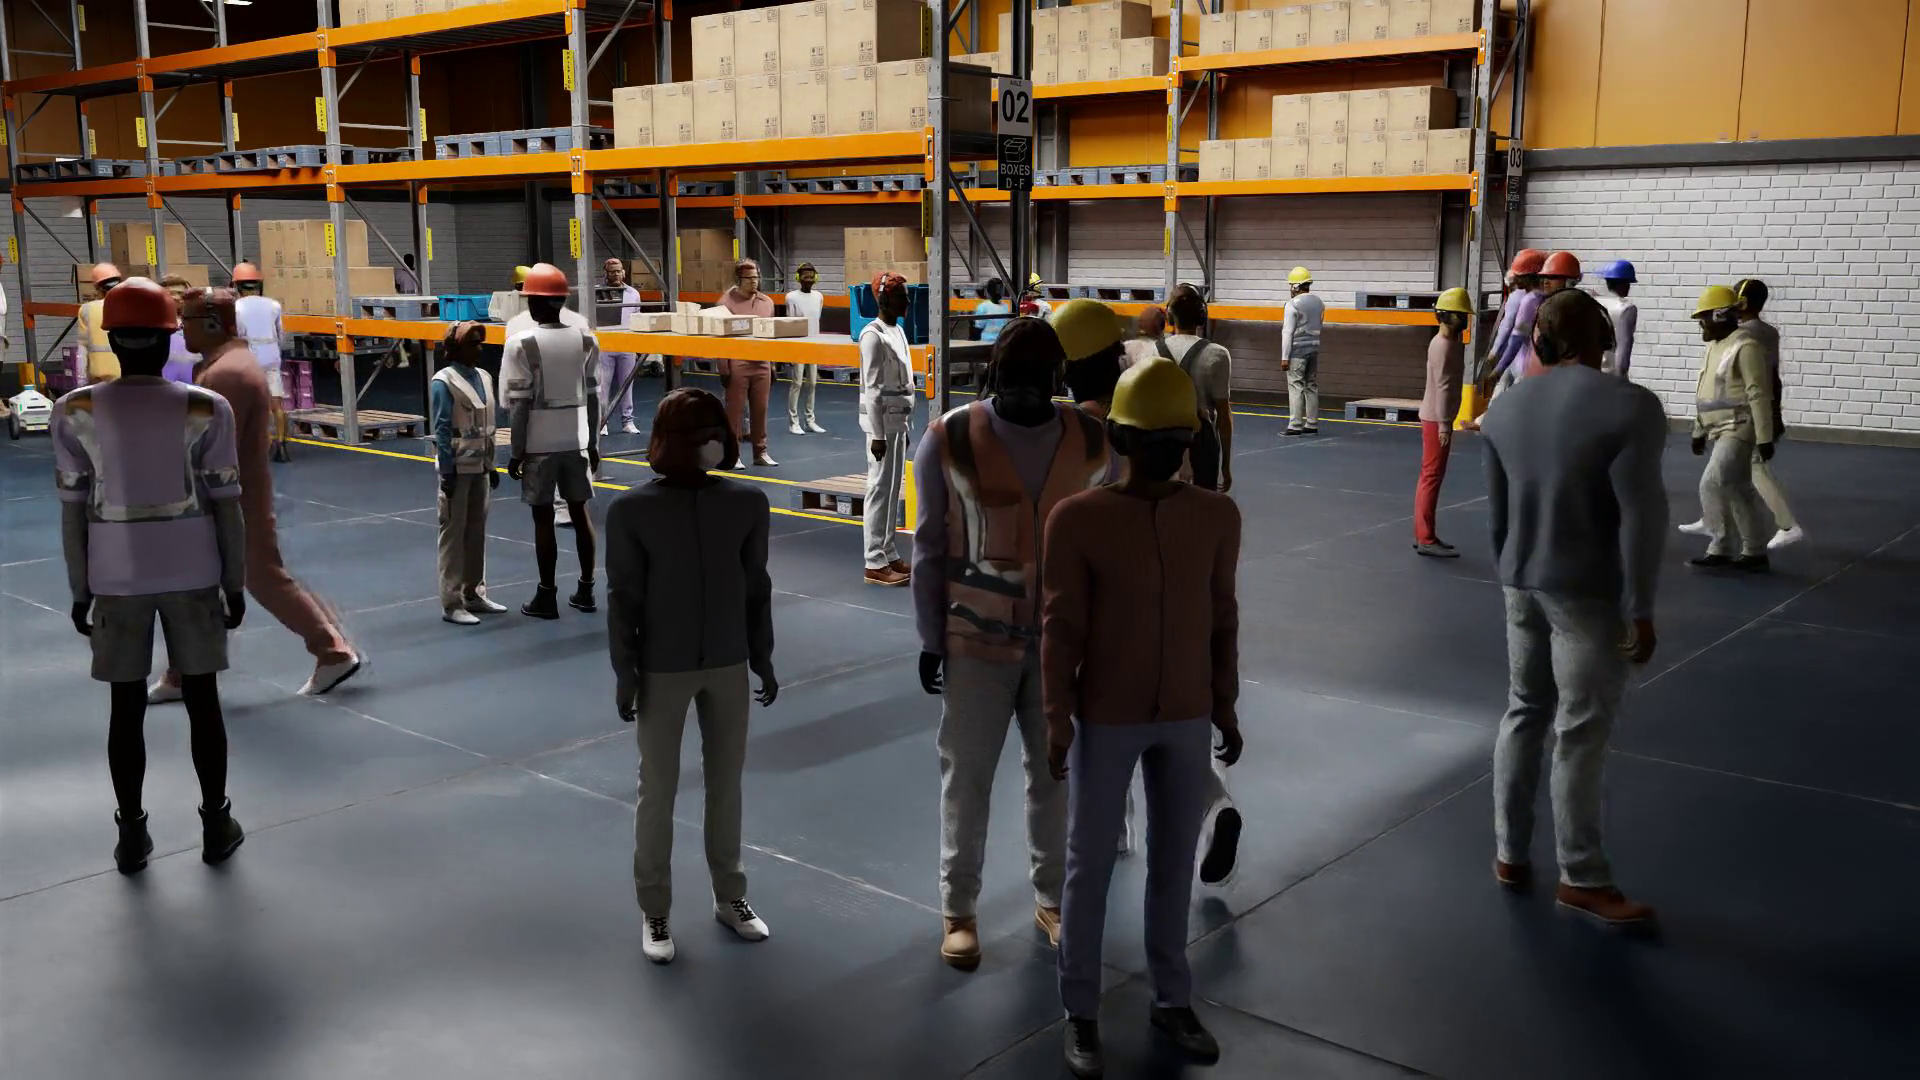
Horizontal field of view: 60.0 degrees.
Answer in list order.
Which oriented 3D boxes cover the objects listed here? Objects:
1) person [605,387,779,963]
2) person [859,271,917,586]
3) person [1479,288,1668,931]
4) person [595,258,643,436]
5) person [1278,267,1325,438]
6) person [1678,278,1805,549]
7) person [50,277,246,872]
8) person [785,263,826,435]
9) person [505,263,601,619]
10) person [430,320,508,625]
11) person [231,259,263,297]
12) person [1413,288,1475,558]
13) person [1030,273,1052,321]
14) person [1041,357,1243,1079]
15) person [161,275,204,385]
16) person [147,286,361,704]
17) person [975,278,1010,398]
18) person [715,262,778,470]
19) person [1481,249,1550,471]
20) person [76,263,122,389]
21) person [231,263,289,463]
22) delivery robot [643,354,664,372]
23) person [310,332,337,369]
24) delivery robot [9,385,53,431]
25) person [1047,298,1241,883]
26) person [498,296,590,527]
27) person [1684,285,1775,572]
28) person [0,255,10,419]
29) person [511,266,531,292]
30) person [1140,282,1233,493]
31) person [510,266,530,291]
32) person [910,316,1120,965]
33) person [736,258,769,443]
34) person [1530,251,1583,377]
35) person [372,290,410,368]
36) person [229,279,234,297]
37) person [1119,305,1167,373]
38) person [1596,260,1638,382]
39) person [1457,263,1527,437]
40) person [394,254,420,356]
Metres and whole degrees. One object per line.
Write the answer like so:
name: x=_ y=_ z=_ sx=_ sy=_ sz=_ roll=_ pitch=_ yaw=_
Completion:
person: x=-0.761 y=0.378 z=4.781 sx=0.501 sy=1.636 sz=0.279 roll=-6 pitch=12 yaw=-30
person: x=-0.430 y=-0.672 z=10.055 sx=0.343 sy=1.882 sz=0.586 roll=2 pitch=10 yaw=13
person: x=1.909 y=0.197 z=5.102 sx=0.384 sy=1.906 sz=0.790 roll=-5 pitch=11 yaw=-28
person: x=-3.729 y=-2.082 z=18.017 sx=0.639 sy=1.910 sz=0.405 roll=-6 pitch=12 yaw=-30
person: x=3.652 y=-2.009 z=17.853 sx=0.591 sy=1.823 sz=0.405 roll=-9 pitch=13 yaw=-41
person: x=5.412 y=-0.865 z=11.348 sx=0.521 sy=1.827 sz=0.950 roll=-7 pitch=12 yaw=-36
person: x=-2.629 y=0.114 z=5.454 sx=0.542 sy=1.933 sz=0.382 roll=-4 pitch=11 yaw=-22
person: x=-1.669 y=-2.078 z=18.118 sx=0.513 sy=1.865 sz=0.329 roll=-9 pitch=14 yaw=-43
person: x=-2.233 y=-0.536 z=9.127 sx=0.552 sy=1.937 sz=0.358 roll=-9 pitch=13 yaw=-41
person: x=-2.680 y=-0.373 z=9.044 sx=0.315 sy=1.640 sz=0.515 roll=3 pitch=10 yaw=15
person: x=-12.439 y=-3.979 z=29.009 sx=0.429 sy=1.840 sz=0.630 roll=5 pitch=11 yaw=26
person: x=3.198 y=-0.777 z=10.994 sx=0.329 sy=1.765 sz=0.526 roll=2 pitch=10 yaw=13
person: x=0.807 y=-2.136 z=18.788 sx=0.486 sy=1.744 sz=0.294 roll=1 pitch=10 yaw=8
person: x=0.455 y=0.437 z=4.078 sx=0.533 sy=1.766 sz=0.316 roll=-3 pitch=10 yaw=-18
person: x=-5.938 y=-1.113 z=12.764 sx=0.603 sy=1.804 sz=0.894 roll=-6 pitch=12 yaw=-30
person: x=-3.211 y=-0.193 z=7.396 sx=0.954 sy=1.866 sz=0.641 roll=-6 pitch=11 yaw=-29
person: x=0.481 y=-2.370 z=20.357 sx=0.855 sy=1.646 sz=0.556 roll=9 pitch=14 yaw=43
person: x=-1.937 y=-1.593 z=15.276 sx=0.635 sy=1.899 sz=0.398 roll=-8 pitch=13 yaw=-40
person: x=4.877 y=-1.491 z=14.350 sx=0.683 sy=2.007 sz=0.626 roll=5 pitch=11 yaw=26
person: x=-7.091 y=-1.370 z=14.018 sx=0.637 sy=1.891 sz=0.641 roll=0 pitch=10 yaw=0
person: x=-6.707 y=-1.684 z=15.846 sx=0.558 sy=1.879 sz=1.035 roll=-9 pitch=13 yaw=-41
delivery robot: x=-4.746 y=-2.878 z=26.129 sx=0.477 sy=0.478 sz=0.707 roll=-10 pitch=14 yaw=-44
person: x=-10.699 y=-3.895 z=27.960 sx=0.688 sy=2.000 sz=0.539 roll=4 pitch=11 yaw=22
delivery robot: x=-9.950 y=-1.418 z=17.817 sx=0.477 sy=0.478 sz=0.707 roll=-7 pitch=12 yaw=-36
person: x=0.560 y=0.177 z=5.291 sx=0.632 sy=1.875 sz=0.767 roll=-7 pitch=12 yaw=-35
person: x=-3.067 y=-1.046 z=12.288 sx=0.666 sy=1.848 sz=1.035 roll=-9 pitch=13 yaw=-40
person: x=4.797 y=-0.678 z=10.349 sx=0.665 sy=1.787 sz=0.611 roll=2 pitch=10 yaw=9
person: x=-11.504 y=-2.469 z=19.828 sx=0.389 sy=2.045 sz=0.606 roll=-2 pitch=10 yaw=-10
person: x=-6.373 y=-3.159 z=24.586 sx=0.542 sy=1.750 sz=0.367 roll=-5 pitch=11 yaw=-26
person: x=1.188 y=-0.422 z=8.740 sx=0.507 sy=1.847 sz=0.345 roll=5 pitch=11 yaw=26
person: x=-4.803 y=-2.137 z=18.576 sx=0.404 sy=1.821 sz=0.588 roll=-7 pitch=12 yaw=-33
person: x=0.171 y=0.288 z=4.730 sx=0.619 sy=1.838 sz=0.430 roll=-2 pitch=10 yaw=-12
person: x=-2.213 y=-1.939 z=17.184 sx=0.450 sy=1.925 sz=0.627 roll=0 pitch=10 yaw=-2
person: x=4.139 y=-0.998 z=11.587 sx=0.375 sy=1.997 sz=0.612 roll=-1 pitch=10 yaw=-7
person: x=-9.707 y=-3.722 z=28.253 sx=0.847 sy=1.587 sz=0.514 roll=3 pitch=11 yaw=19
person: x=-9.632 y=-2.696 z=22.290 sx=0.500 sy=1.634 sz=0.281 roll=-6 pitch=11 yaw=-29
person: x=1.401 y=-0.958 z=12.487 sx=0.525 sy=1.599 sz=0.839 roll=4 pitch=11 yaw=24
person: x=5.487 y=-1.379 z=13.976 sx=0.805 sy=1.909 sz=0.646 roll=-4 pitch=11 yaw=-20
person: x=5.766 y=-1.968 z=17.432 sx=1.033 sy=1.877 sz=0.648 roll=5 pitch=11 yaw=28
person: x=-10.335 y=-4.427 z=31.353 sx=0.590 sy=1.915 sz=0.387 roll=-3 pitch=10 yaw=-17
